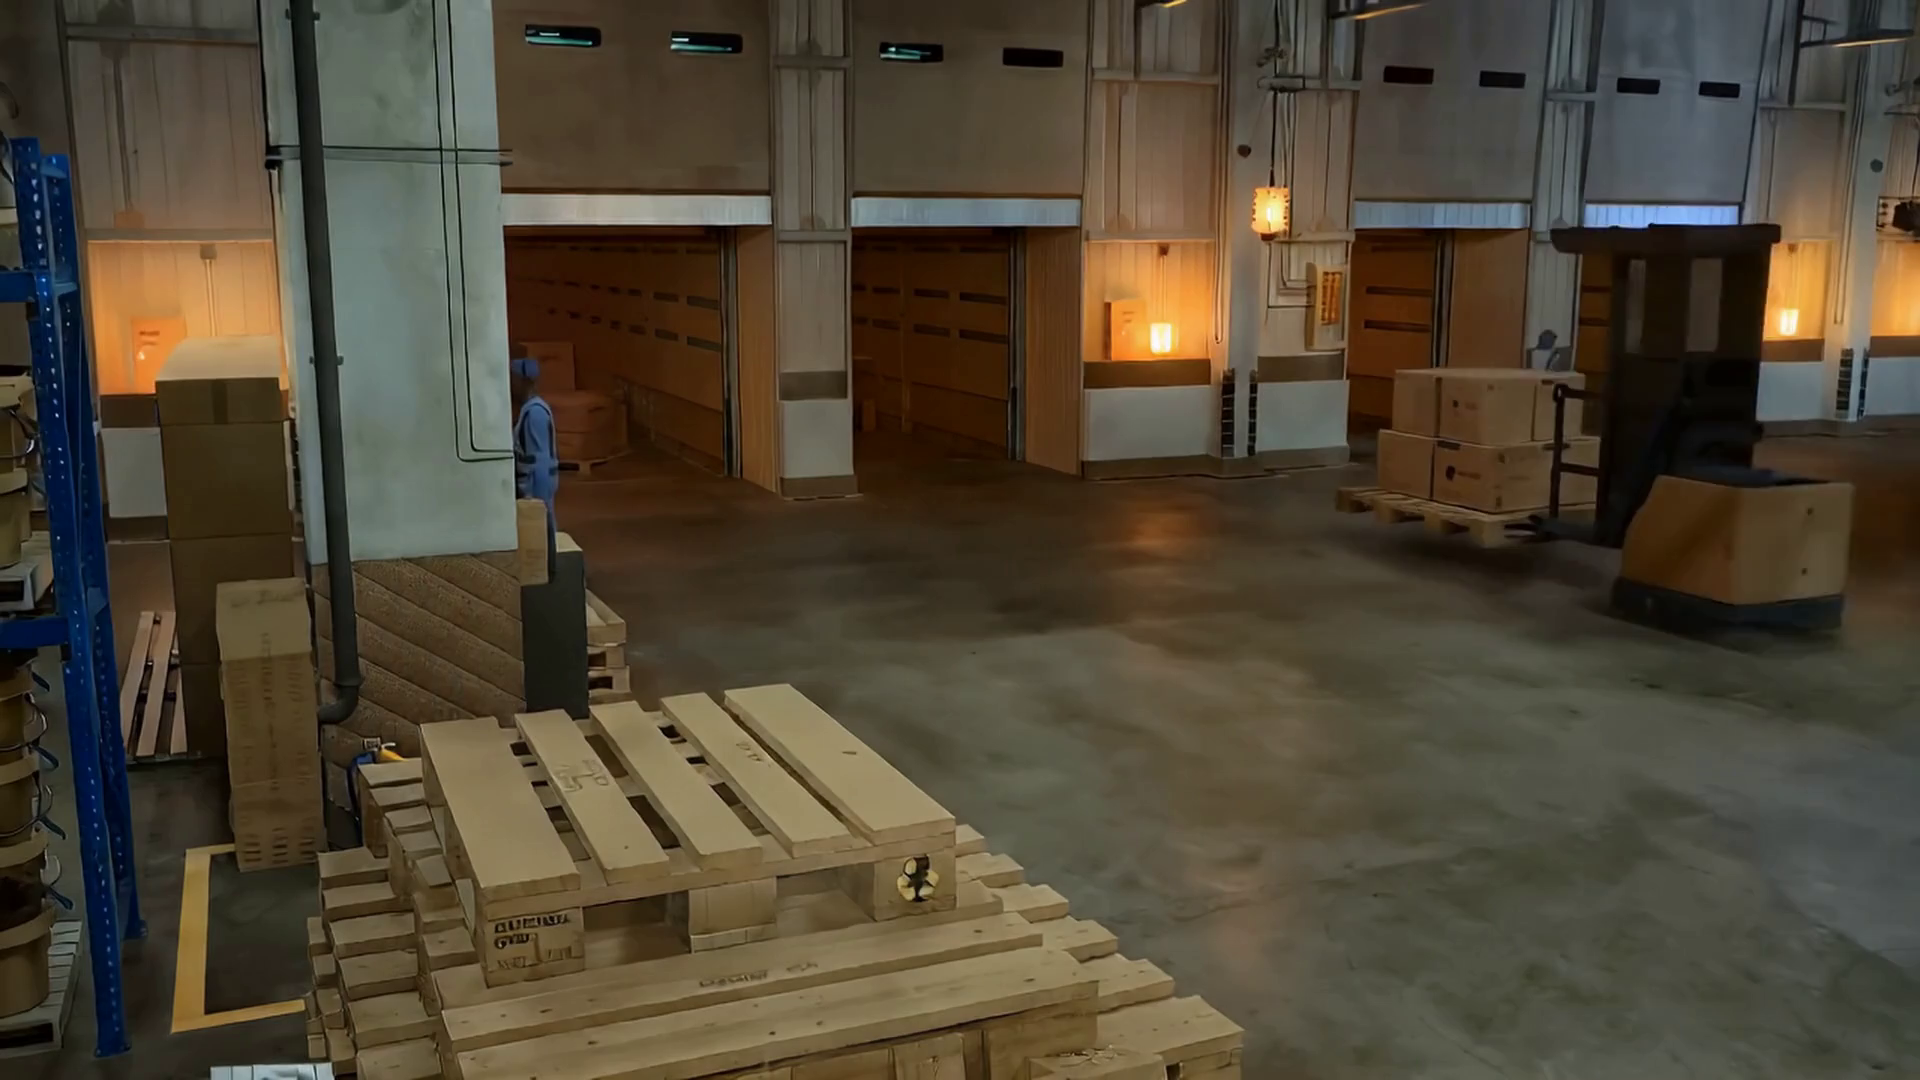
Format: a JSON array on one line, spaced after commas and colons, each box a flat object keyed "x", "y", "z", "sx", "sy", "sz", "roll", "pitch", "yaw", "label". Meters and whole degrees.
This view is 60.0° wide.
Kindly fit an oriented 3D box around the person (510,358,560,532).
[{"x": -3.059, "y": -0.373, "z": 11.987, "sx": 0.337, "sy": 1.882, "sz": 0.583, "roll": -3, "pitch": 11, "yaw": -18, "label": "person"}]

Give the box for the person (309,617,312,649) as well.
[{"x": -4.030, "y": -0.112, "z": 11.023, "sx": 0.770, "sy": 1.720, "sz": 0.491, "roll": -2, "pitch": 11, "yaw": -13, "label": "person"}]

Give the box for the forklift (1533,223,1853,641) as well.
[{"x": 5.253, "y": -0.840, "z": 11.814, "sx": 1.129, "sy": 2.768, "sz": 1.873, "roll": -4, "pitch": 11, "yaw": -23, "label": "forklift"}]

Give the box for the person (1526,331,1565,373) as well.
[{"x": 7.242, "y": -1.775, "z": 20.504, "sx": 0.873, "sy": 1.587, "sz": 0.532, "roll": -6, "pitch": 12, "yaw": -28, "label": "person"}]
